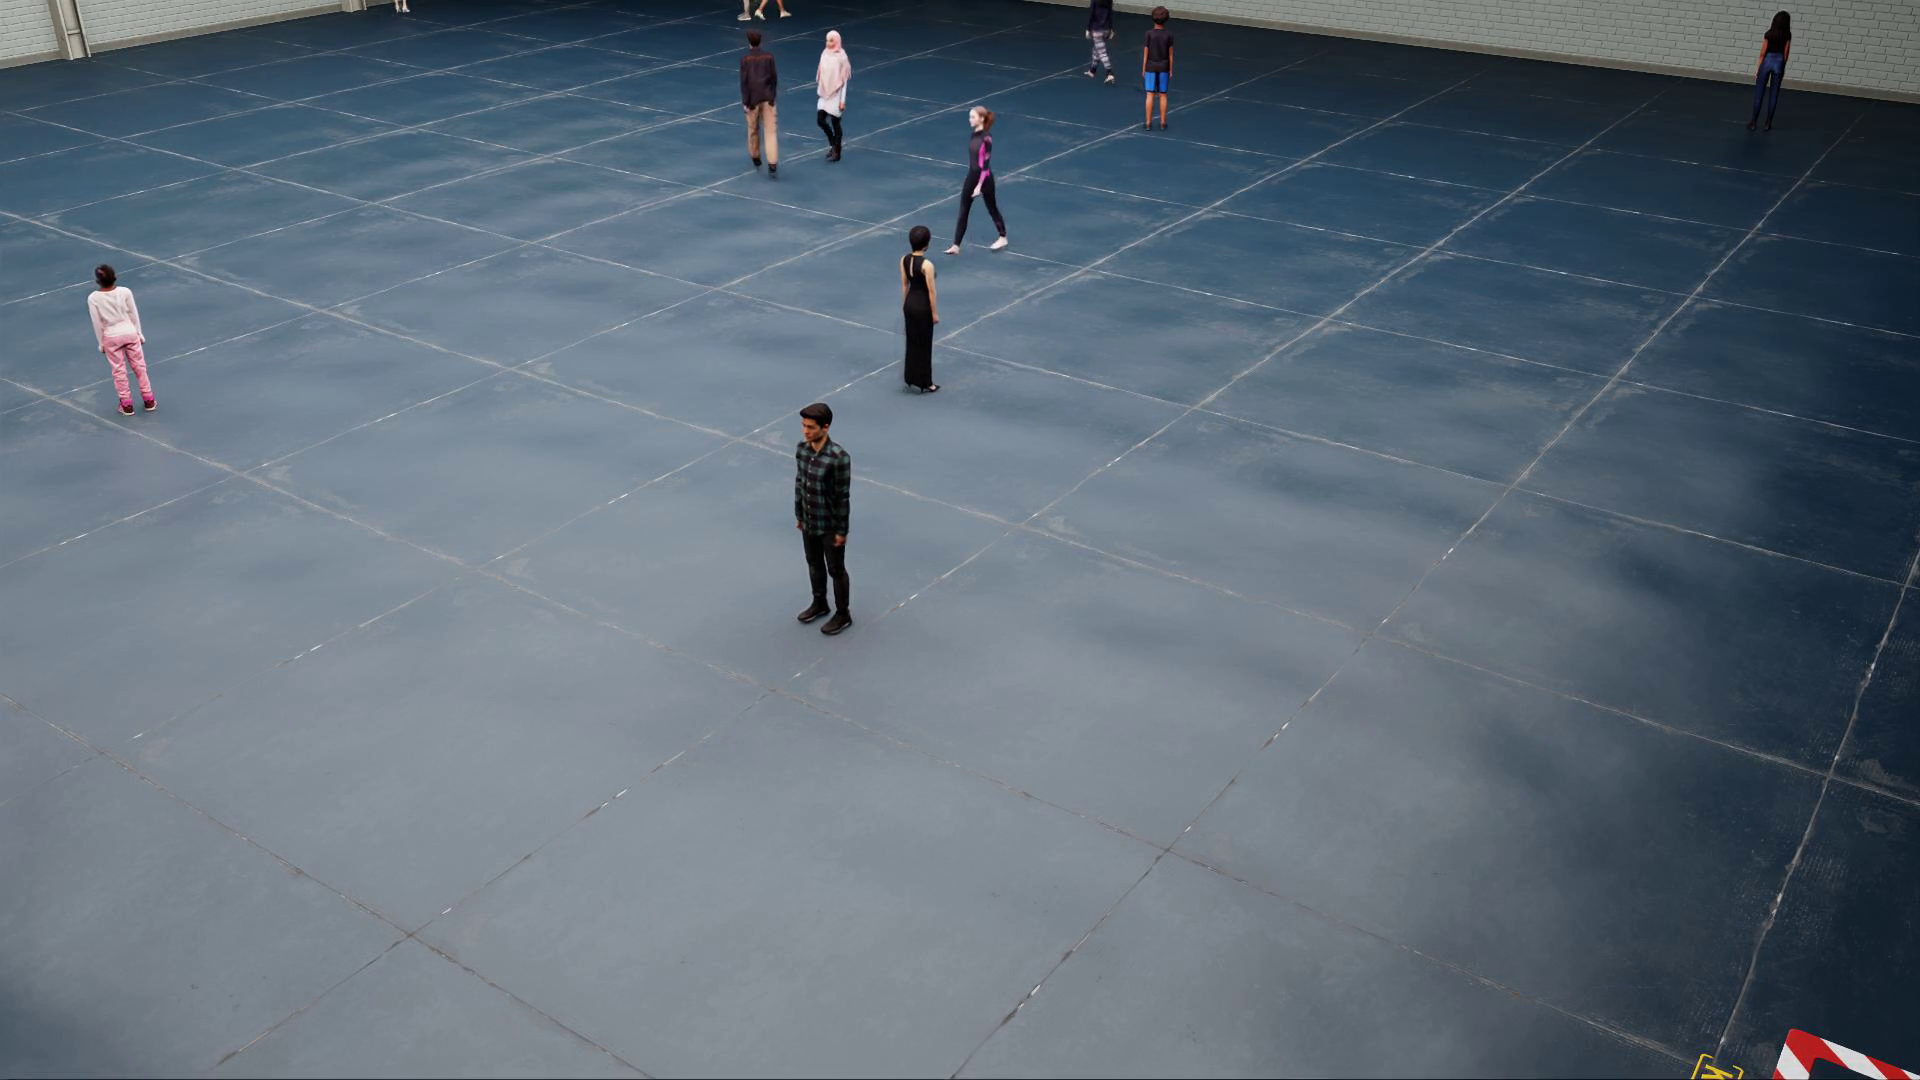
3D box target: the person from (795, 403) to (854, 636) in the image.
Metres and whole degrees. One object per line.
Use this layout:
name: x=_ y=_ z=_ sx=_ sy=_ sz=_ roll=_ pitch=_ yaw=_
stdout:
person: x=-0.950 y=-0.170 z=11.575 sx=0.666 sy=1.709 sz=0.524 roll=20 pitch=33 yaw=34

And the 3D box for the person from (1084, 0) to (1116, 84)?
person: x=2.399 y=-8.485 z=27.766 sx=1.126 sy=1.690 sz=0.941 roll=-18 pitch=32 yaw=-30

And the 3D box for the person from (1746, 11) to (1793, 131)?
person: x=12.146 y=-7.031 z=24.890 sx=0.628 sy=1.738 sz=0.638 roll=6 pitch=28 yaw=11

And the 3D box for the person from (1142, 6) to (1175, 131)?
person: x=2.954 y=-7.052 z=24.868 sx=0.701 sy=1.796 sz=0.723 roll=1 pitch=27 yaw=1

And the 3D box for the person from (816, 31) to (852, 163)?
person: x=-1.714 y=-6.185 z=23.185 sx=0.631 sy=1.795 sz=0.606 roll=18 pitch=32 yaw=31

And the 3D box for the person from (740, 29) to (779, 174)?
person: x=-2.674 y=-5.895 z=22.526 sx=1.238 sy=1.884 sz=1.264 roll=-6 pitch=28 yaw=-12

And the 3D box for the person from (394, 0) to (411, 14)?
person: x=-11.495 y=-11.635 z=33.832 sx=0.659 sy=1.737 sz=0.678 roll=2 pitch=27 yaw=5

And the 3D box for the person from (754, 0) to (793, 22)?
person: x=-3.780 y=-11.191 z=32.954 sx=1.193 sy=1.753 sz=0.792 roll=-21 pitch=34 yaw=-34

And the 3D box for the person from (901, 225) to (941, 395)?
person: x=-0.392 y=-2.141 z=15.542 sx=0.584 sy=1.602 sz=0.625 roll=-22 pitch=35 yaw=-36

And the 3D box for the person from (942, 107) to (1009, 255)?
person: x=0.320 y=-4.147 z=19.338 sx=1.183 sy=1.694 sz=0.769 roll=-21 pitch=34 yaw=-35

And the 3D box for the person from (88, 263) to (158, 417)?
person: x=-7.651 y=-1.849 z=15.161 sx=0.555 sy=1.433 sz=0.669 roll=-18 pitch=32 yaw=-31

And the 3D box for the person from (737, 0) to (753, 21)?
person: x=-4.322 y=-11.255 z=33.190 sx=0.733 sy=1.651 sz=0.645 roll=0 pitch=27 yaw=-1
